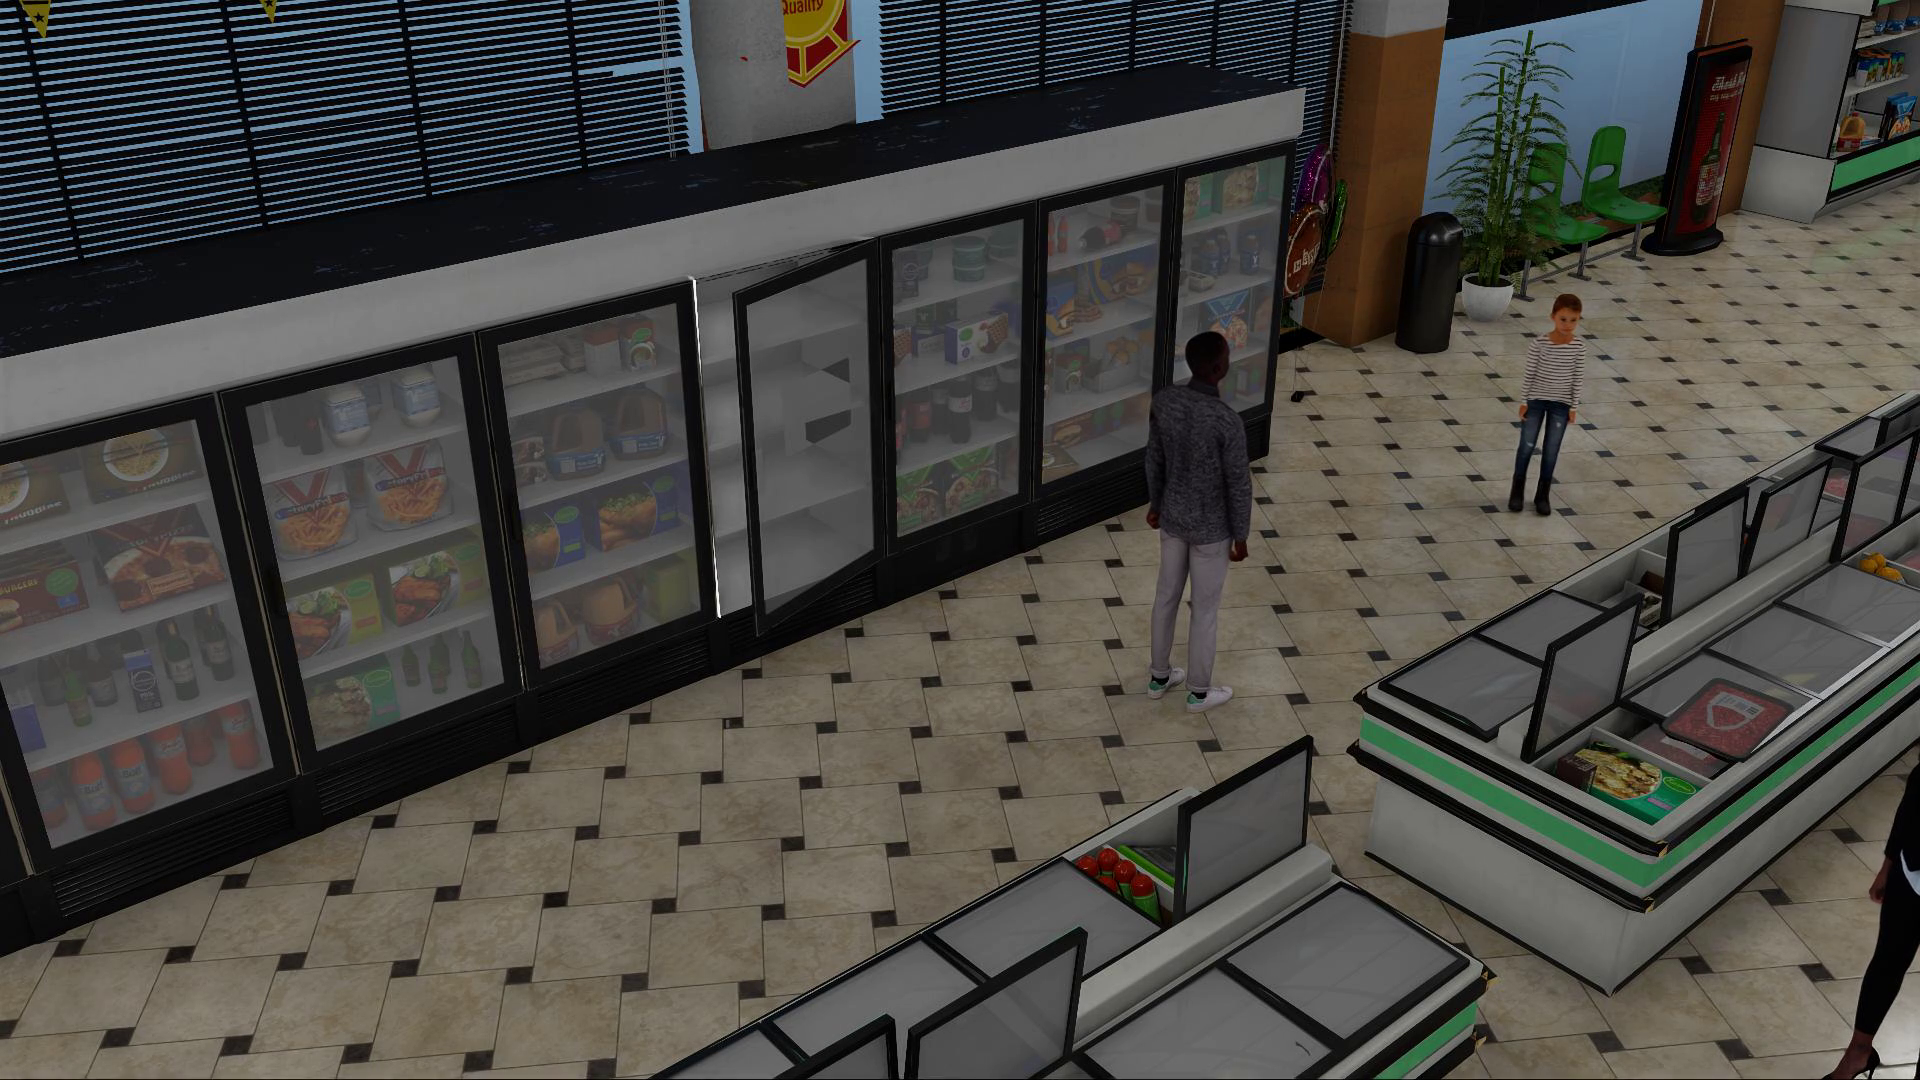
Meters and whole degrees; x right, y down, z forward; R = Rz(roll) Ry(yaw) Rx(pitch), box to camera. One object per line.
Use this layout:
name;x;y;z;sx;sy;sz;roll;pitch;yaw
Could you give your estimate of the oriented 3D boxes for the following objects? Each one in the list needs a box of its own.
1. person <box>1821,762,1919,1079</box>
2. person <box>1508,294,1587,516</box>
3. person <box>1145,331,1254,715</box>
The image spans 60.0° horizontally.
person;3.094;1.126;5.219;0.621;1.834;0.649;-10;29;-19
person;3.383;-0.786;9.567;0.561;1.313;0.613;6;28;12
person;1.063;-0.077;7.587;0.720;1.838;0.572;23;35;38
